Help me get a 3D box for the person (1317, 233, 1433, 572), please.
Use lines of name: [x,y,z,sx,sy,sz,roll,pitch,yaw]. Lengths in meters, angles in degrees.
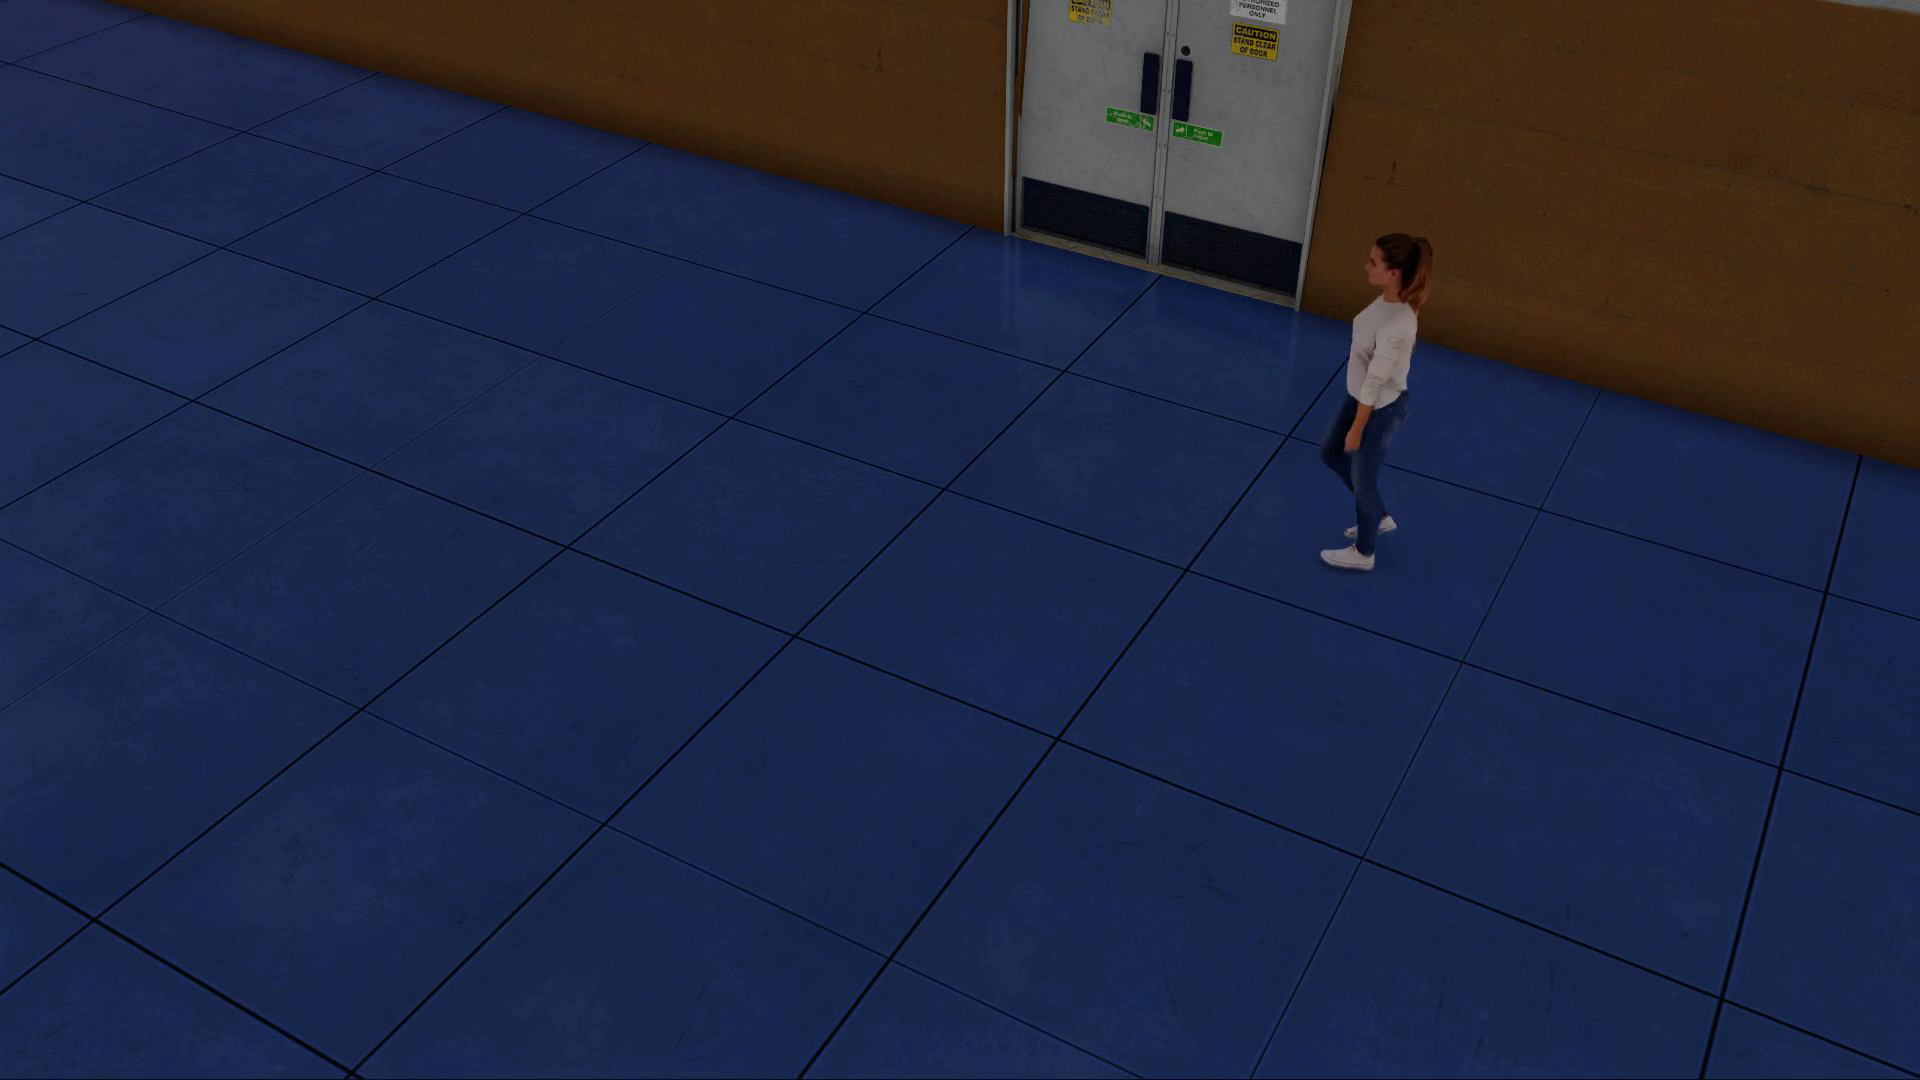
person: [1.937,-0.571,7.427,0.770,1.711,0.688,6,37,8]
